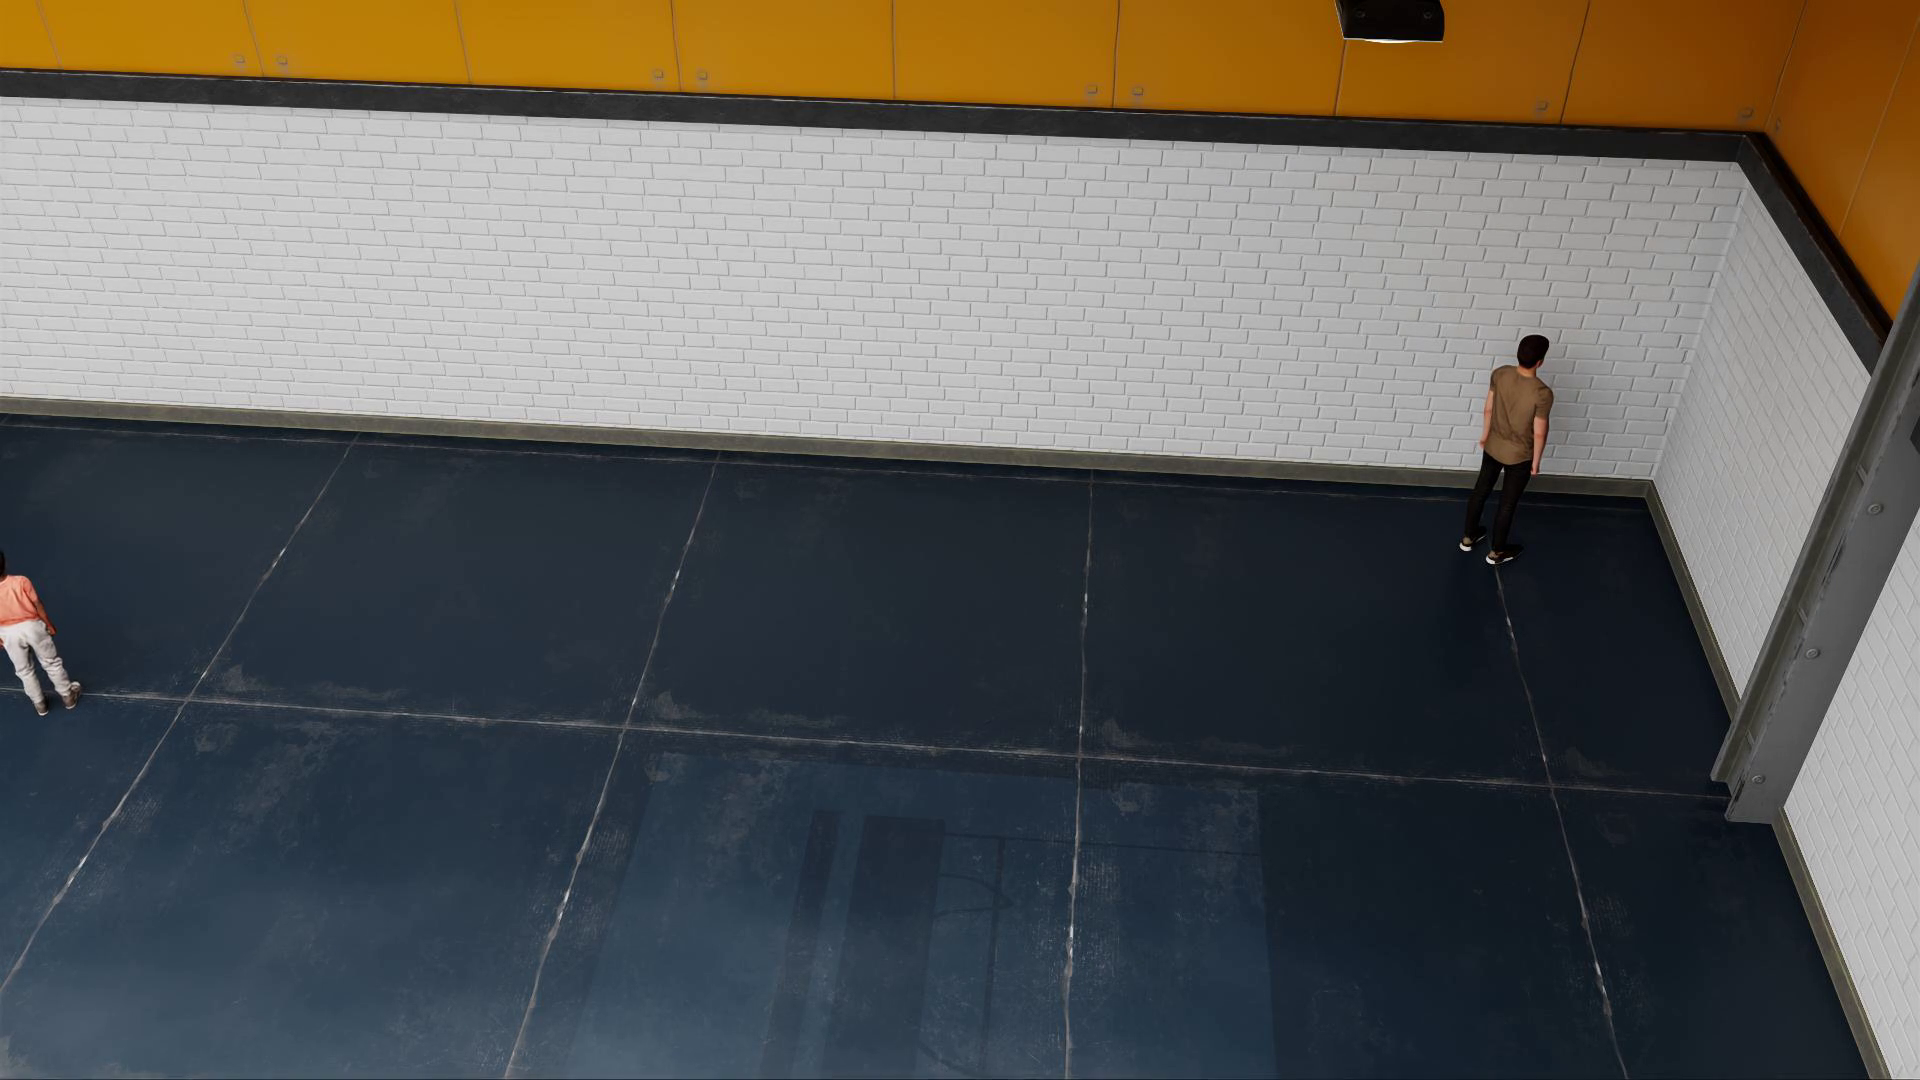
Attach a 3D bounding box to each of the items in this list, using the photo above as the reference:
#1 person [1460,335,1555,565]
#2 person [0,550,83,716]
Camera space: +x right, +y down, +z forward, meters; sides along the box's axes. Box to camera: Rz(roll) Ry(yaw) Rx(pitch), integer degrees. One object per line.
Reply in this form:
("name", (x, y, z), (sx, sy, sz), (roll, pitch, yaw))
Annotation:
("person", (3.919, -0.657, 11.877), (0.799, 1.852, 0.736), (-27, 46, -30))
("person", (-6.062, 0.586, 10.756), (0.557, 1.308, 0.579), (-15, 41, -18))
